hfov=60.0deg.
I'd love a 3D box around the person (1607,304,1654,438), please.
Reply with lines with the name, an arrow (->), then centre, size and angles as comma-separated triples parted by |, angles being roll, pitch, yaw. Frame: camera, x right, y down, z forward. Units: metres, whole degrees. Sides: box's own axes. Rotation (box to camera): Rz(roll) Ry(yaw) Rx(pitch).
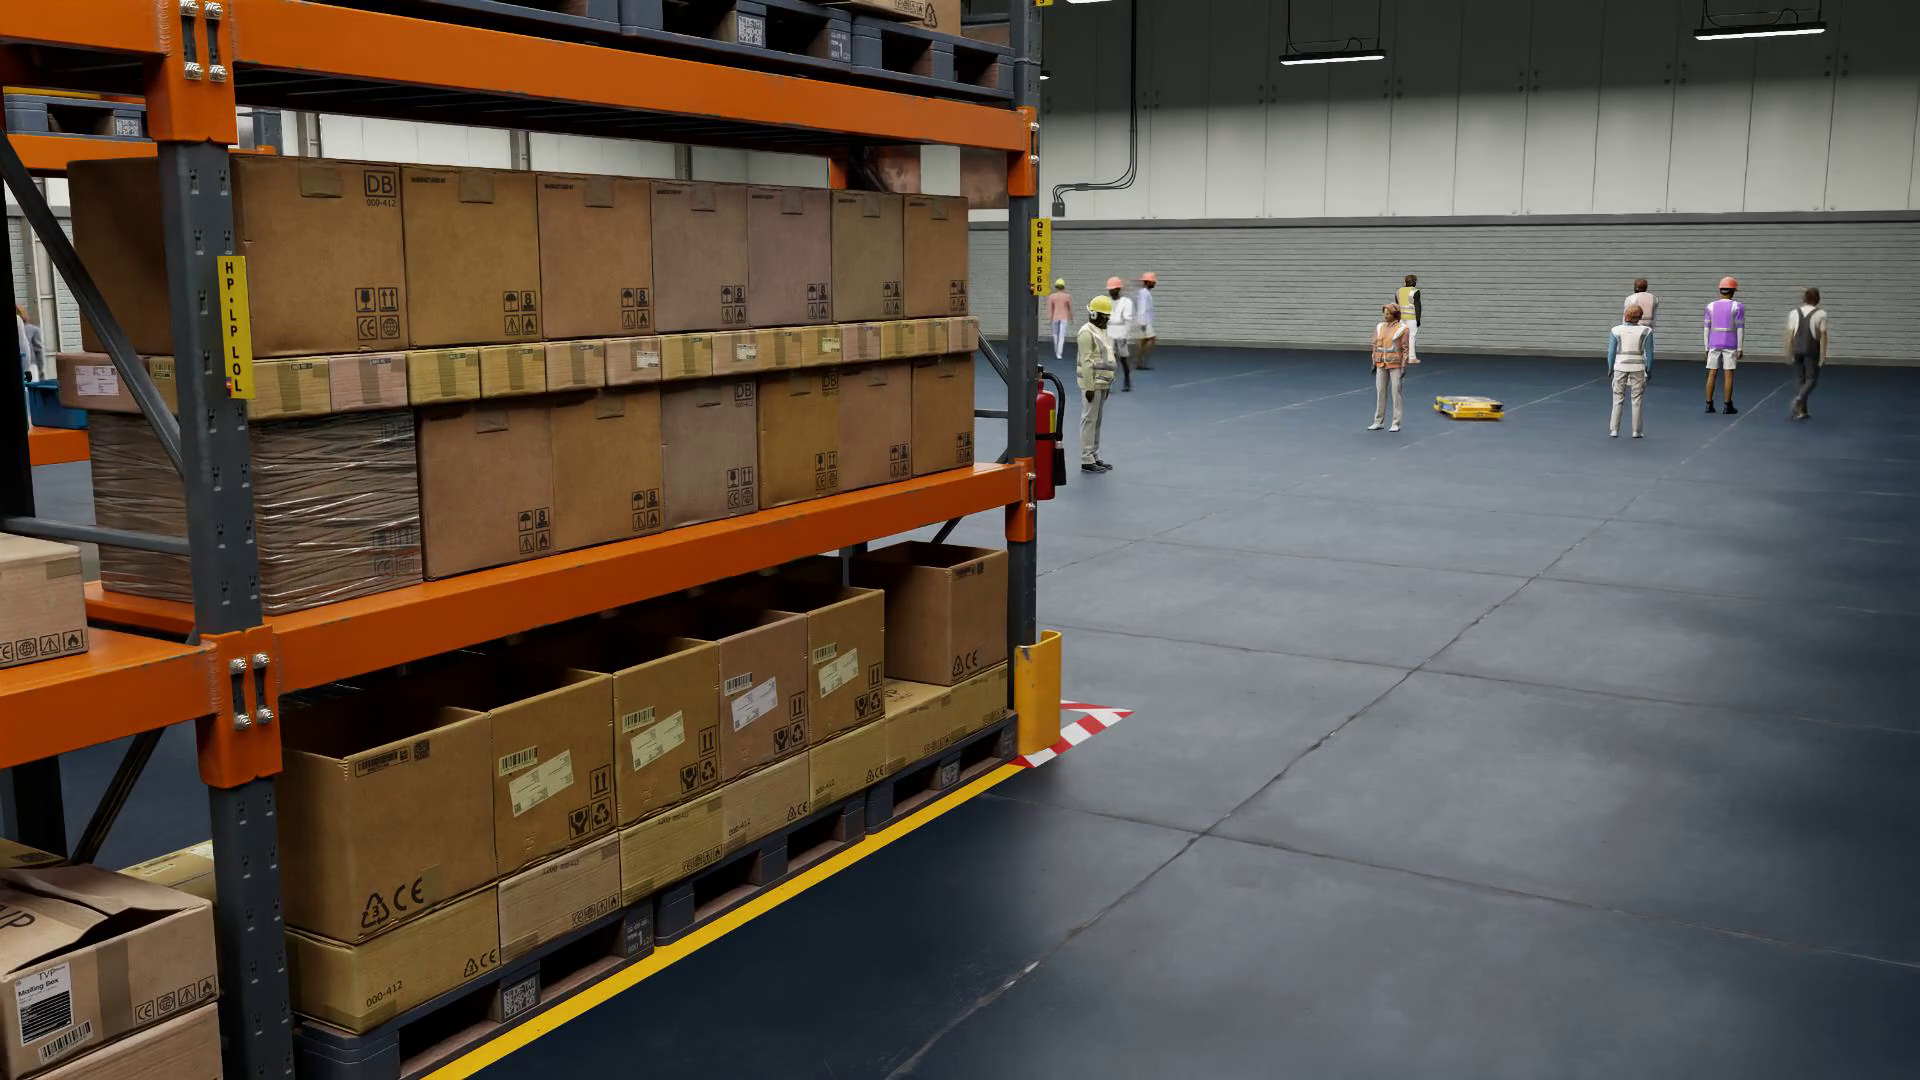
person -> 8.213, -2.064, 20.398 | 0.525, 1.639, 0.307 | 5, 11, 27

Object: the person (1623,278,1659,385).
person -> 11.713, -3.591, 28.751 | 0.626, 1.844, 0.429 | -2, 10, -12

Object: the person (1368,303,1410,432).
person -> 5.480, -2.201, 21.203 | 0.310, 1.639, 0.514 | -9, 13, -42

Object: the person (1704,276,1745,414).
person -> 10.817, -2.752, 23.548 | 0.544, 1.939, 0.353 | 9, 13, 42

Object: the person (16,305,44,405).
person -> -11.964, -2.182, 21.184 | 0.514, 1.613, 0.669 | -4, 10, -22

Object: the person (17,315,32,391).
person -> -11.116, -1.995, 19.390 | 0.633, 1.846, 0.429 | 1, 10, 4

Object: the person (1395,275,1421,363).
person -> 9.378, -4.609, 34.708 | 0.429, 1.844, 0.623 | -7, 12, -34

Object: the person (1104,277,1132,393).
person -> 2.560, -3.332, 27.097 | 0.544, 1.898, 0.958 | 5, 11, 26

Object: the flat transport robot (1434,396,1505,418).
flat transport robot -> 7.109, -1.869, 23.255 | 0.652, 0.197, 1.431 | 1, 10, 4

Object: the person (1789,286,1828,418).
person -> 11.517, -2.541, 22.673 | 0.639, 1.826, 0.511 | -8, 13, -40

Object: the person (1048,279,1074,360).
person -> 2.189, -4.770, 36.014 | 0.531, 1.722, 0.908 | 3, 10, 16

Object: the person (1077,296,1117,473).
person -> 1.415, -1.607, 17.191 | 0.403, 1.822, 0.589 | 3, 10, 19

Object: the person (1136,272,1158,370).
person -> 3.684, -4.256, 32.406 | 0.577, 1.916, 0.584 | 2, 10, 10
